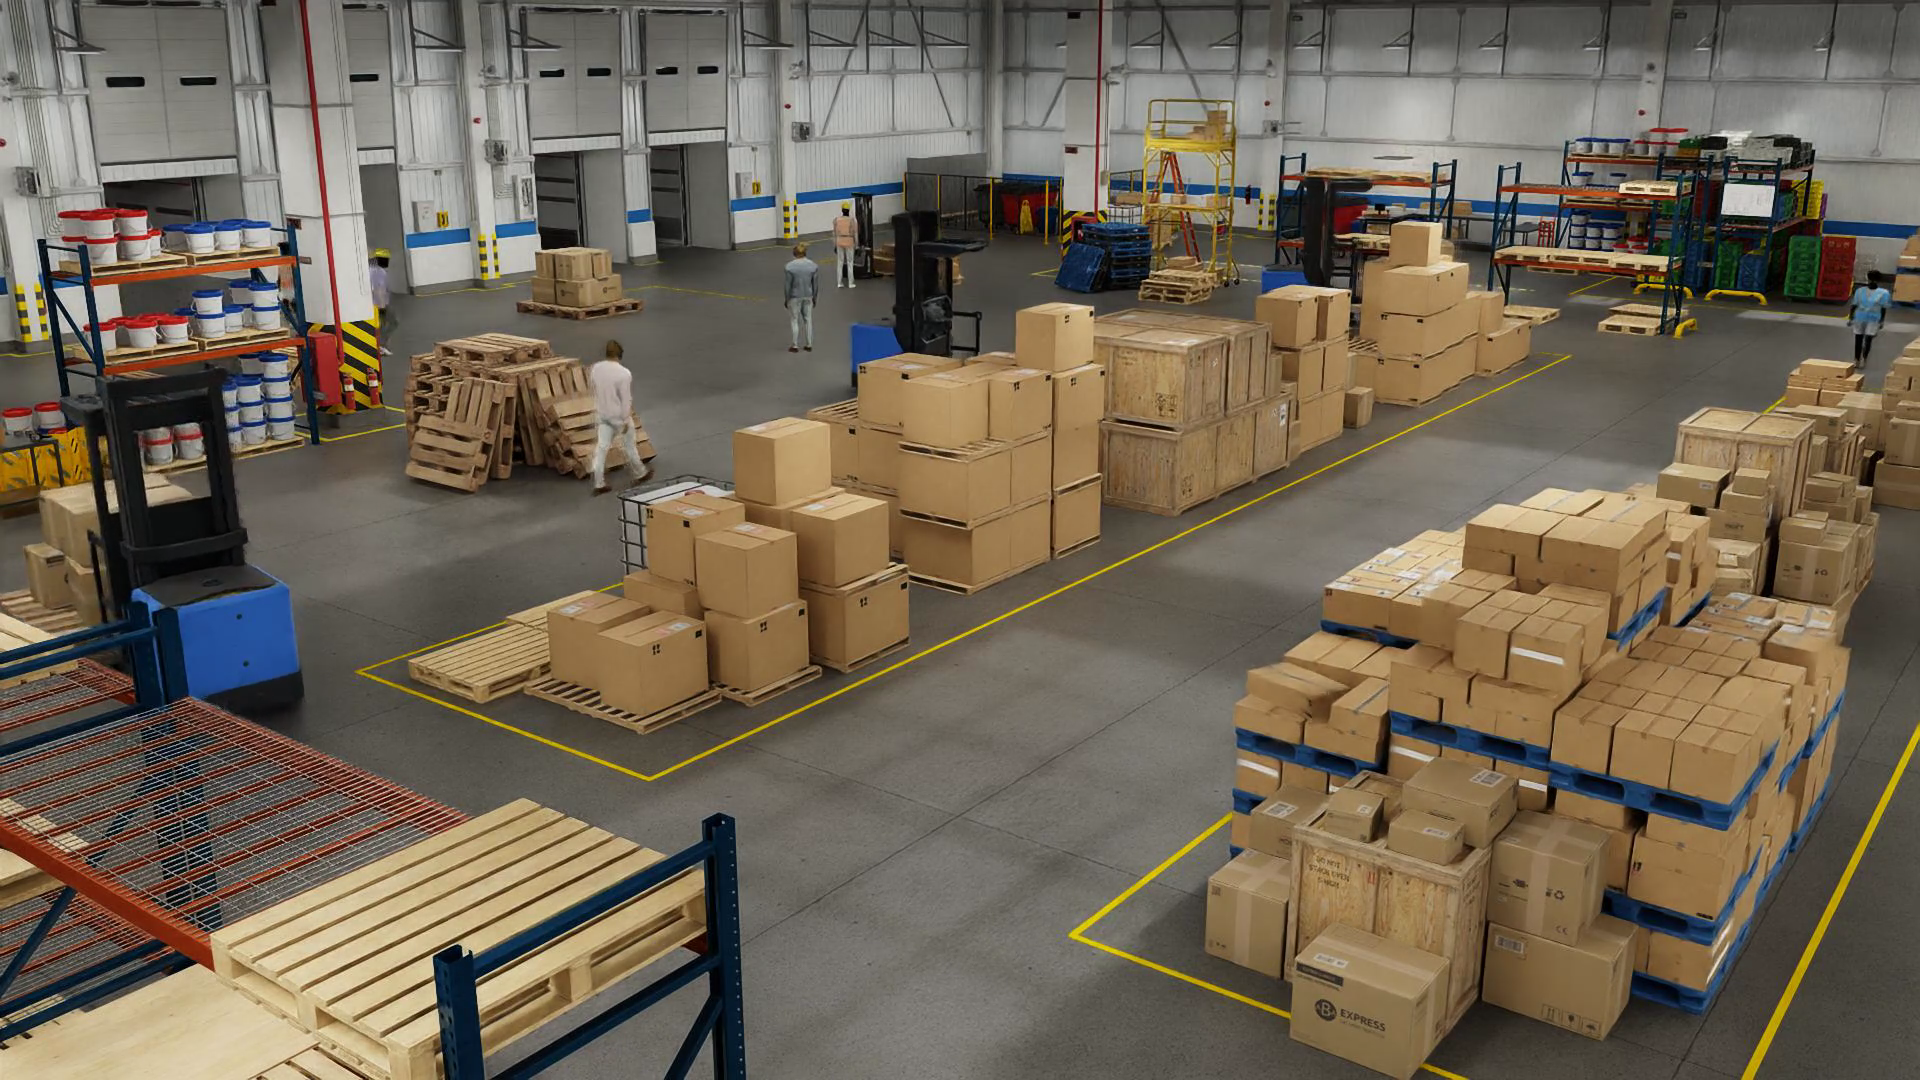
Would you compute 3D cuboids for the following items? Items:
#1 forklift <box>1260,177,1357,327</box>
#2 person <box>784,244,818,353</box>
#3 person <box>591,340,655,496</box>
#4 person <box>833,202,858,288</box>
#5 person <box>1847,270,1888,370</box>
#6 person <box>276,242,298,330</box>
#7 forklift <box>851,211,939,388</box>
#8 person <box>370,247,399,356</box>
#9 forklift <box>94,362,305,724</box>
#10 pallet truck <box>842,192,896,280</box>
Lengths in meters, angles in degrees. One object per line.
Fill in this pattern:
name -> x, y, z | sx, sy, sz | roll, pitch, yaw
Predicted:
forklift -> 6.841, -5.633, 32.428 | 1.873, 2.768, 1.129 | 3, 17, 9
person -> -2.833, -4.310, 29.675 | 0.634, 1.929, 0.380 | -9, 19, -26
person -> -4.222, -1.539, 20.554 | 0.651, 1.886, 1.025 | 9, 19, 27
person -> -2.563, -6.628, 37.369 | 0.581, 1.919, 0.400 | 3, 17, 9
person -> 15.300, -3.715, 28.104 | 0.554, 1.681, 0.441 | 15, 22, 41
person -> -12.972, -4.856, 31.909 | 0.693, 1.671, 0.557 | -15, 22, -41
forklift -> -0.696, -3.733, 26.136 | 1.873, 2.768, 1.129 | 9, 19, 27
person -> -10.154, -4.174, 29.241 | 0.496, 1.906, 0.640 | -10, 19, -29
forklift -> -6.508, -0.051, 13.943 | 1.129, 2.768, 1.873 | -15, 22, -40
pallet truck -> -1.936, -7.159, 38.982 | 1.885, 1.965, 0.823 | -12, 21, -34
